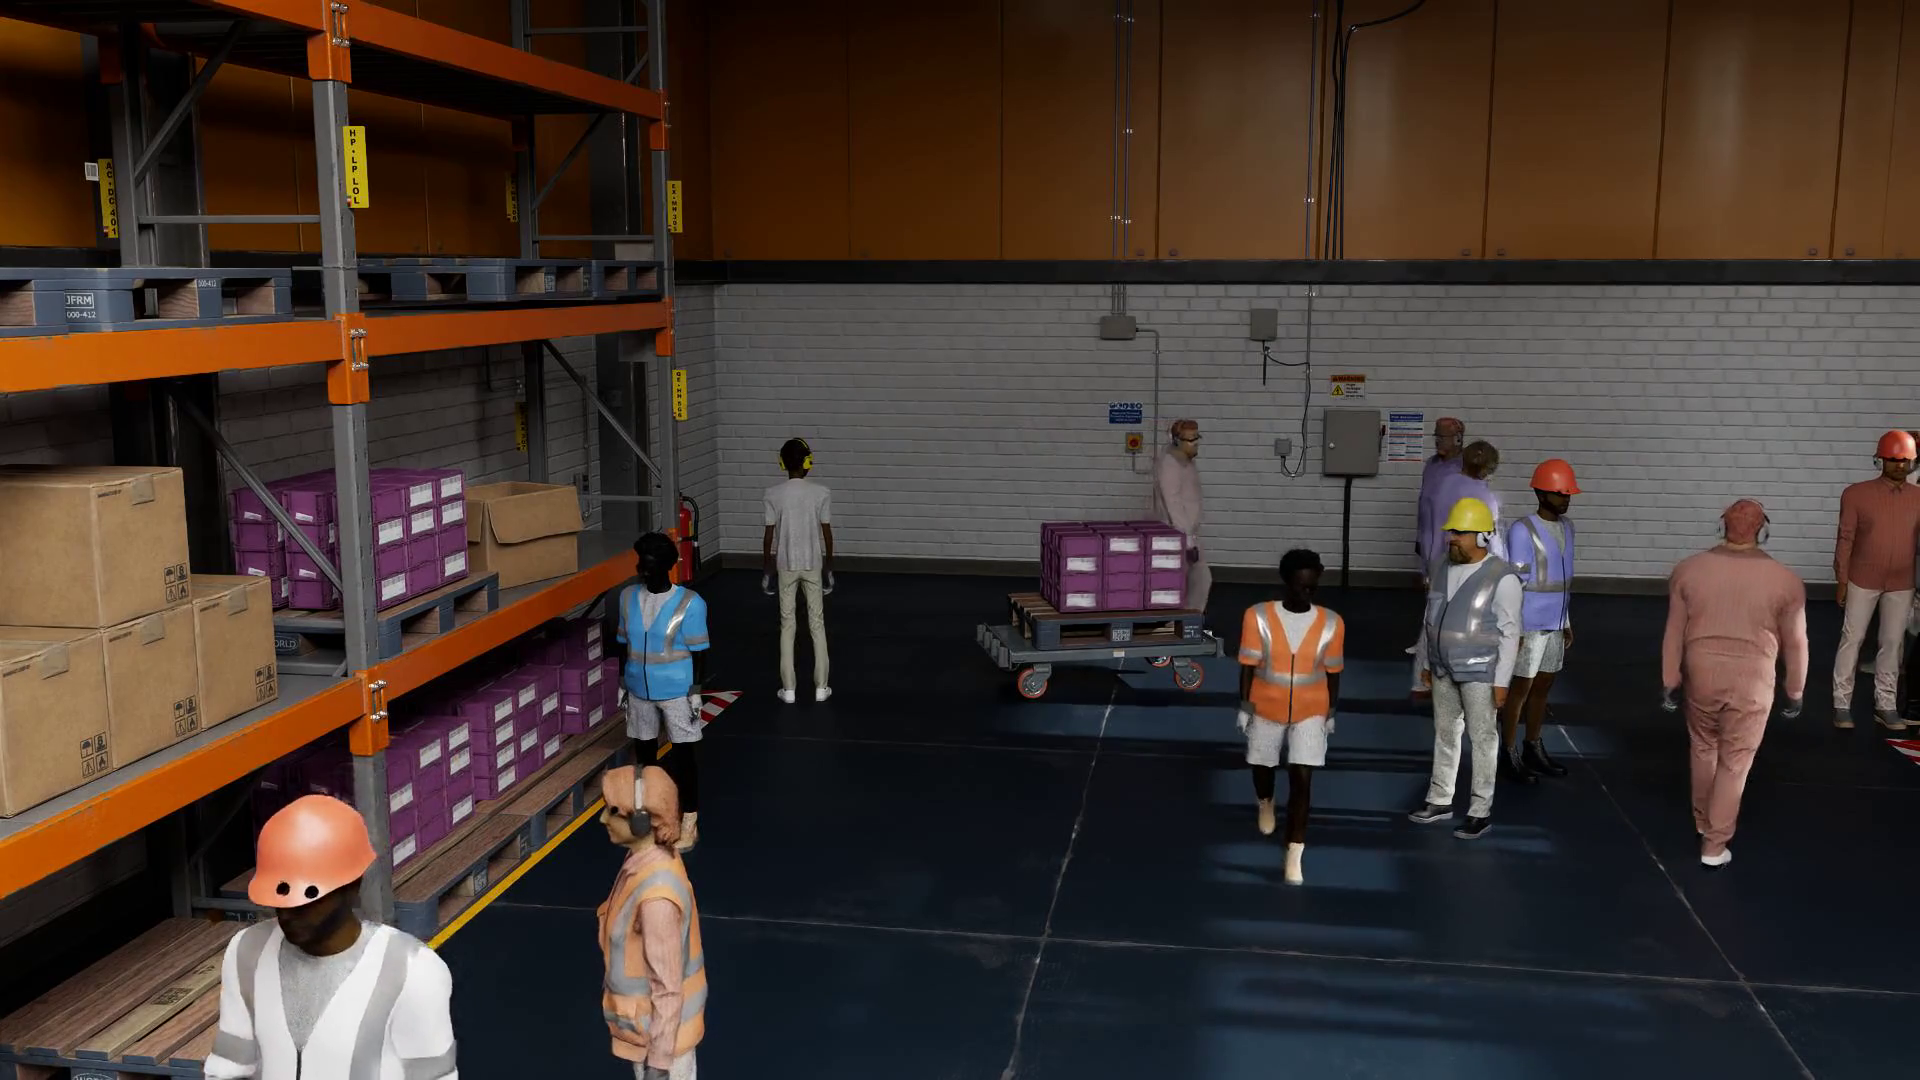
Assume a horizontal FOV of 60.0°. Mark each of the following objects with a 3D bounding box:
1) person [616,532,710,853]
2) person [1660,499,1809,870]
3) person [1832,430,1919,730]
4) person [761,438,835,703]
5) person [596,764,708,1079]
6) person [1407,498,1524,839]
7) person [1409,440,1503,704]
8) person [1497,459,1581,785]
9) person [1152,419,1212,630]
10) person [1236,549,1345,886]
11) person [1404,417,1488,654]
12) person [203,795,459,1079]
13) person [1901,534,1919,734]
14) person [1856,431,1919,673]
[{"bbox_3d":[-1.562,0.790,8.694,0.533,1.692,0.319,3,10,19],"label":"person"},{"bbox_3d":[4.023,0.714,8.606,0.666,1.866,0.899,7,11,35],"label":"person"},{"bbox_3d":[6.099,0.268,10.984,0.612,1.996,0.389,1,9,9],"label":"person"},{"bbox_3d":[-1.142,0.219,11.699,0.521,1.864,0.335,-1,9,-7],"label":"person"},{"bbox_3d":[-0.888,1.443,4.834,0.310,1.638,0.522,-2,10,-14],"label":"person"},{"bbox_3d":[2.709,0.680,8.940,0.404,1.835,0.590,-5,11,-30],"label":"person"},{"bbox_3d":[3.390,0.256,11.355,0.376,1.898,0.686,-4,10,-22],"label":"person"},{"bbox_3d":[3.464,0.479,9.858,0.551,1.935,0.375,-7,11,-35],"label":"person"},{"bbox_3d":[1.788,-0.014,13.083,0.708,1.876,0.660,4,10,23],"label":"person"},{"bbox_3d":[1.662,0.842,8.412,0.536,1.674,0.649,1,9,7],"label":"person"},{"bbox_3d":[3.762,-0.002,12.920,0.403,1.906,0.650,-4,10,-25],"label":"person"},{"bbox_3d":[-1.450,1.488,3.812,0.565,1.880,1.010,3,10,17],"label":"person"},{"bbox_3d":[6.439,0.301,10.865,0.361,1.963,0.616,1,9,9],"label":"person"},{"bbox_3d":[7.022,0.112,12.335,0.494,1.865,0.665,-1,9,-7],"label":"person"}]
